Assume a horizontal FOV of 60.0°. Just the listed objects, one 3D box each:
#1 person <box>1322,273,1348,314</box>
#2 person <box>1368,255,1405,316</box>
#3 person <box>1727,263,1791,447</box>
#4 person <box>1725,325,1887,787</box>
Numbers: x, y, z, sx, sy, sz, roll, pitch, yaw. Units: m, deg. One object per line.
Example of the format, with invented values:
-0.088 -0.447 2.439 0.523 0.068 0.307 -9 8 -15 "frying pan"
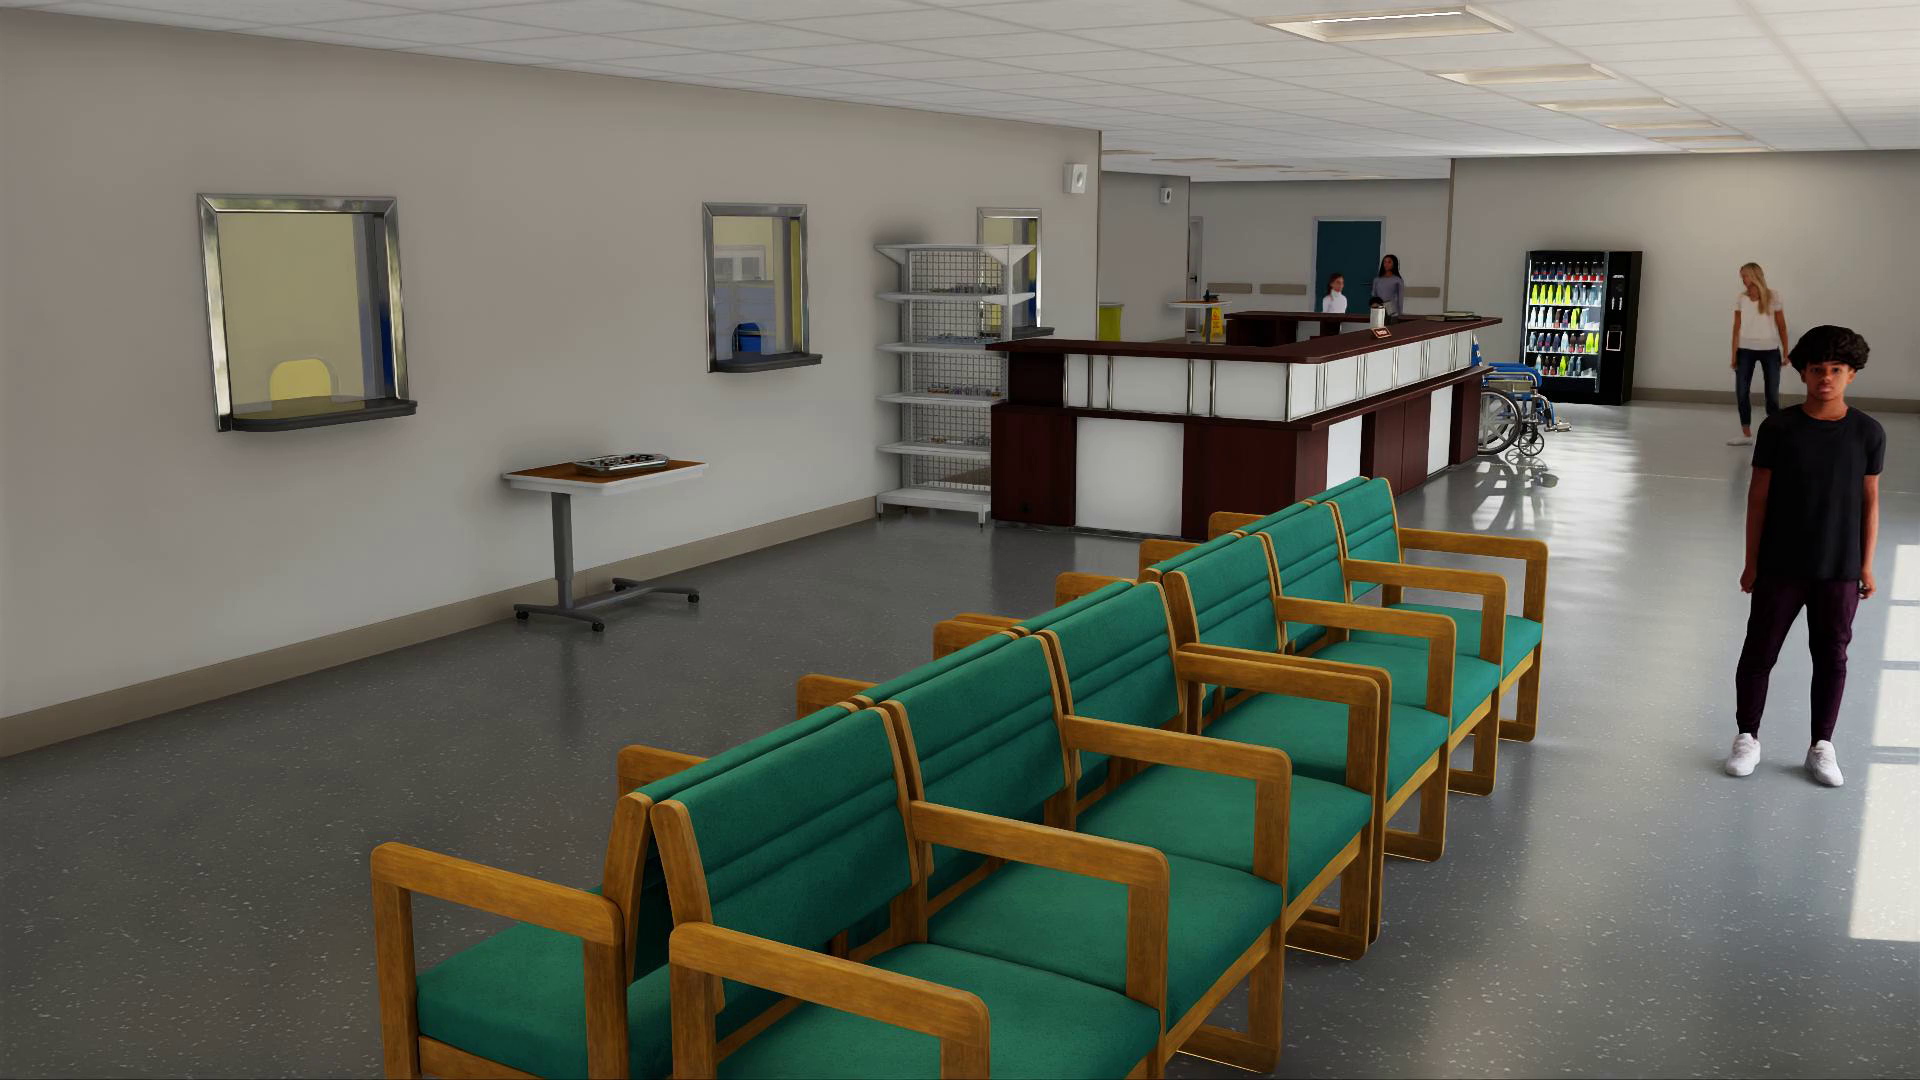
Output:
4.706 -2.608 21.114 0.671 1.547 0.725 -4 11 -20 "person"
6.128 -3.178 23.746 1.176 1.686 0.874 10 15 43 "person"
7.794 -1.773 16.083 0.507 1.782 0.880 5 12 24 "person"
3.311 0.049 6.481 0.534 1.781 0.719 4 11 20 "person"
